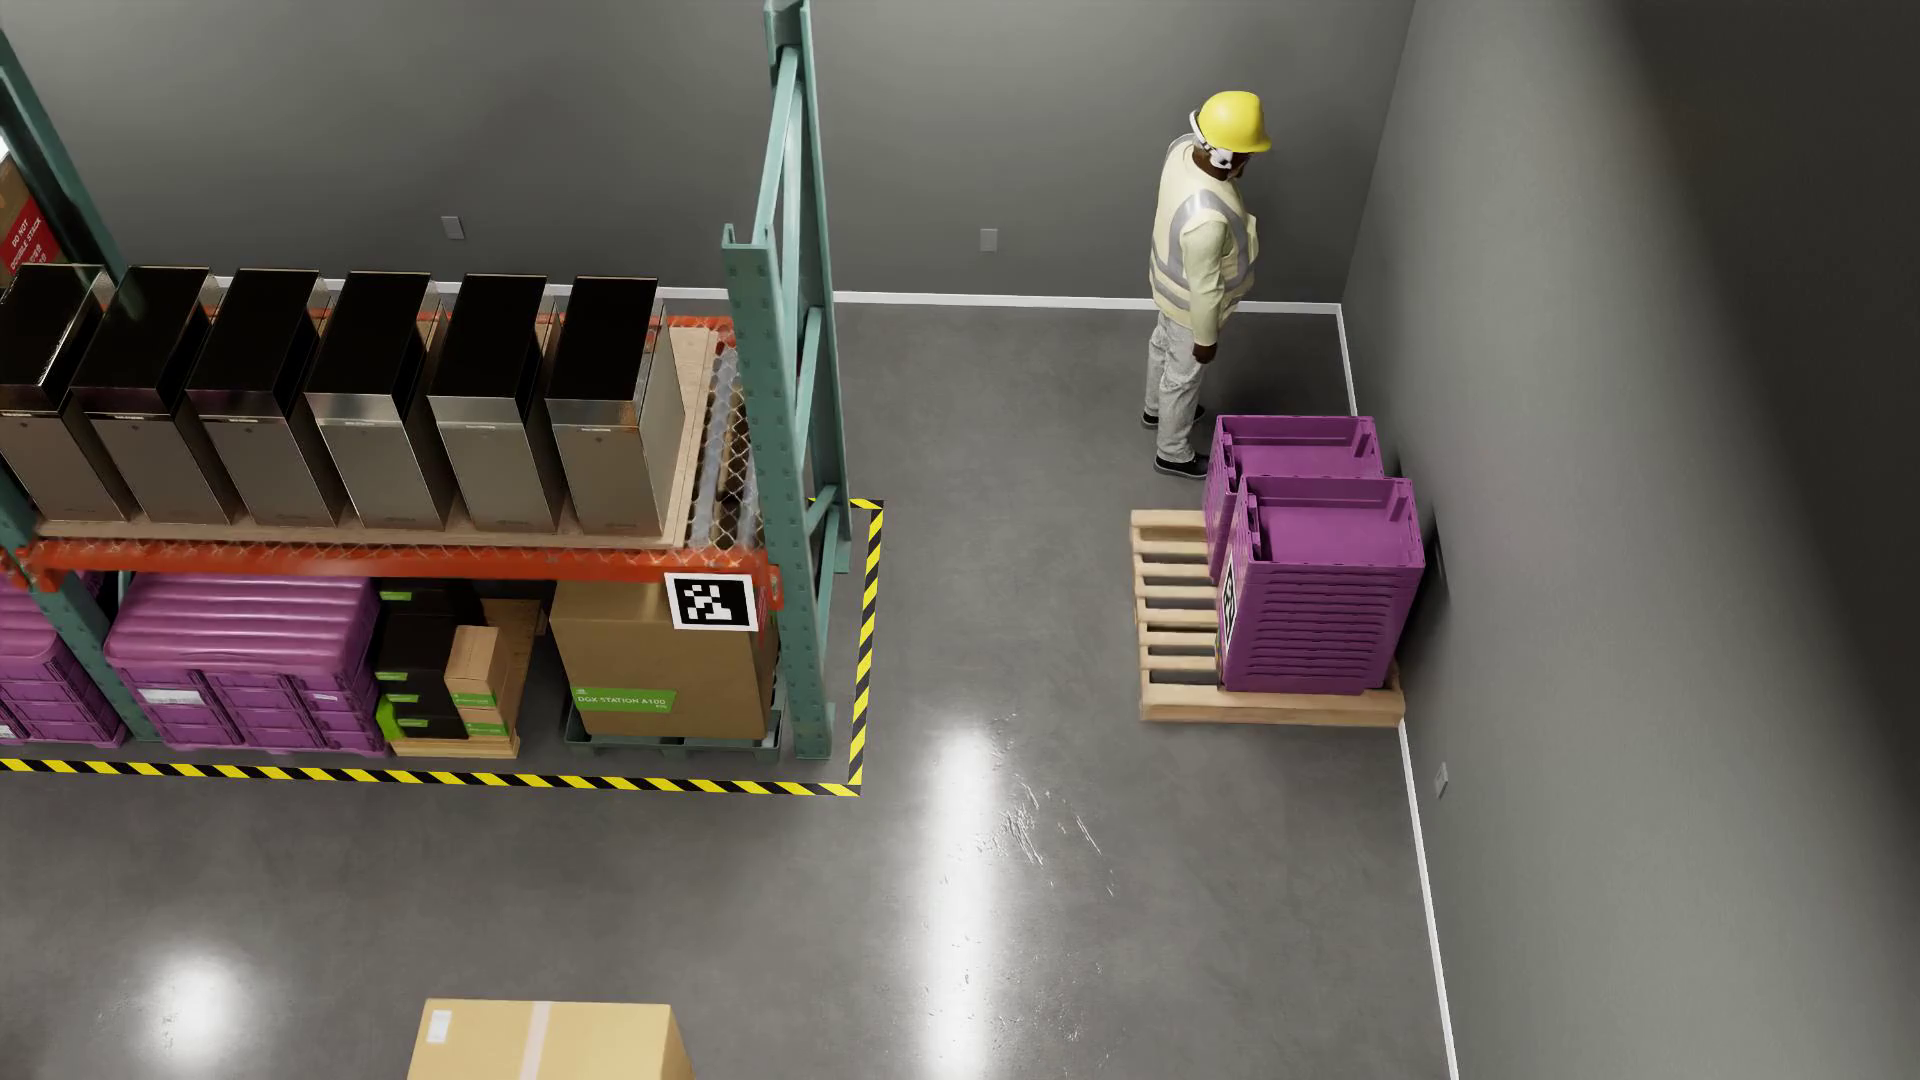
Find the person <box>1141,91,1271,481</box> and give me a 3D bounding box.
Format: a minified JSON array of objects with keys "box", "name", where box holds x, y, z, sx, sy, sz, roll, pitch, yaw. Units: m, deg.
[{"box":[0.941,-0.988,6.544,0.403,1.823,0.588,-4,52,-3],"name":"person"}]
